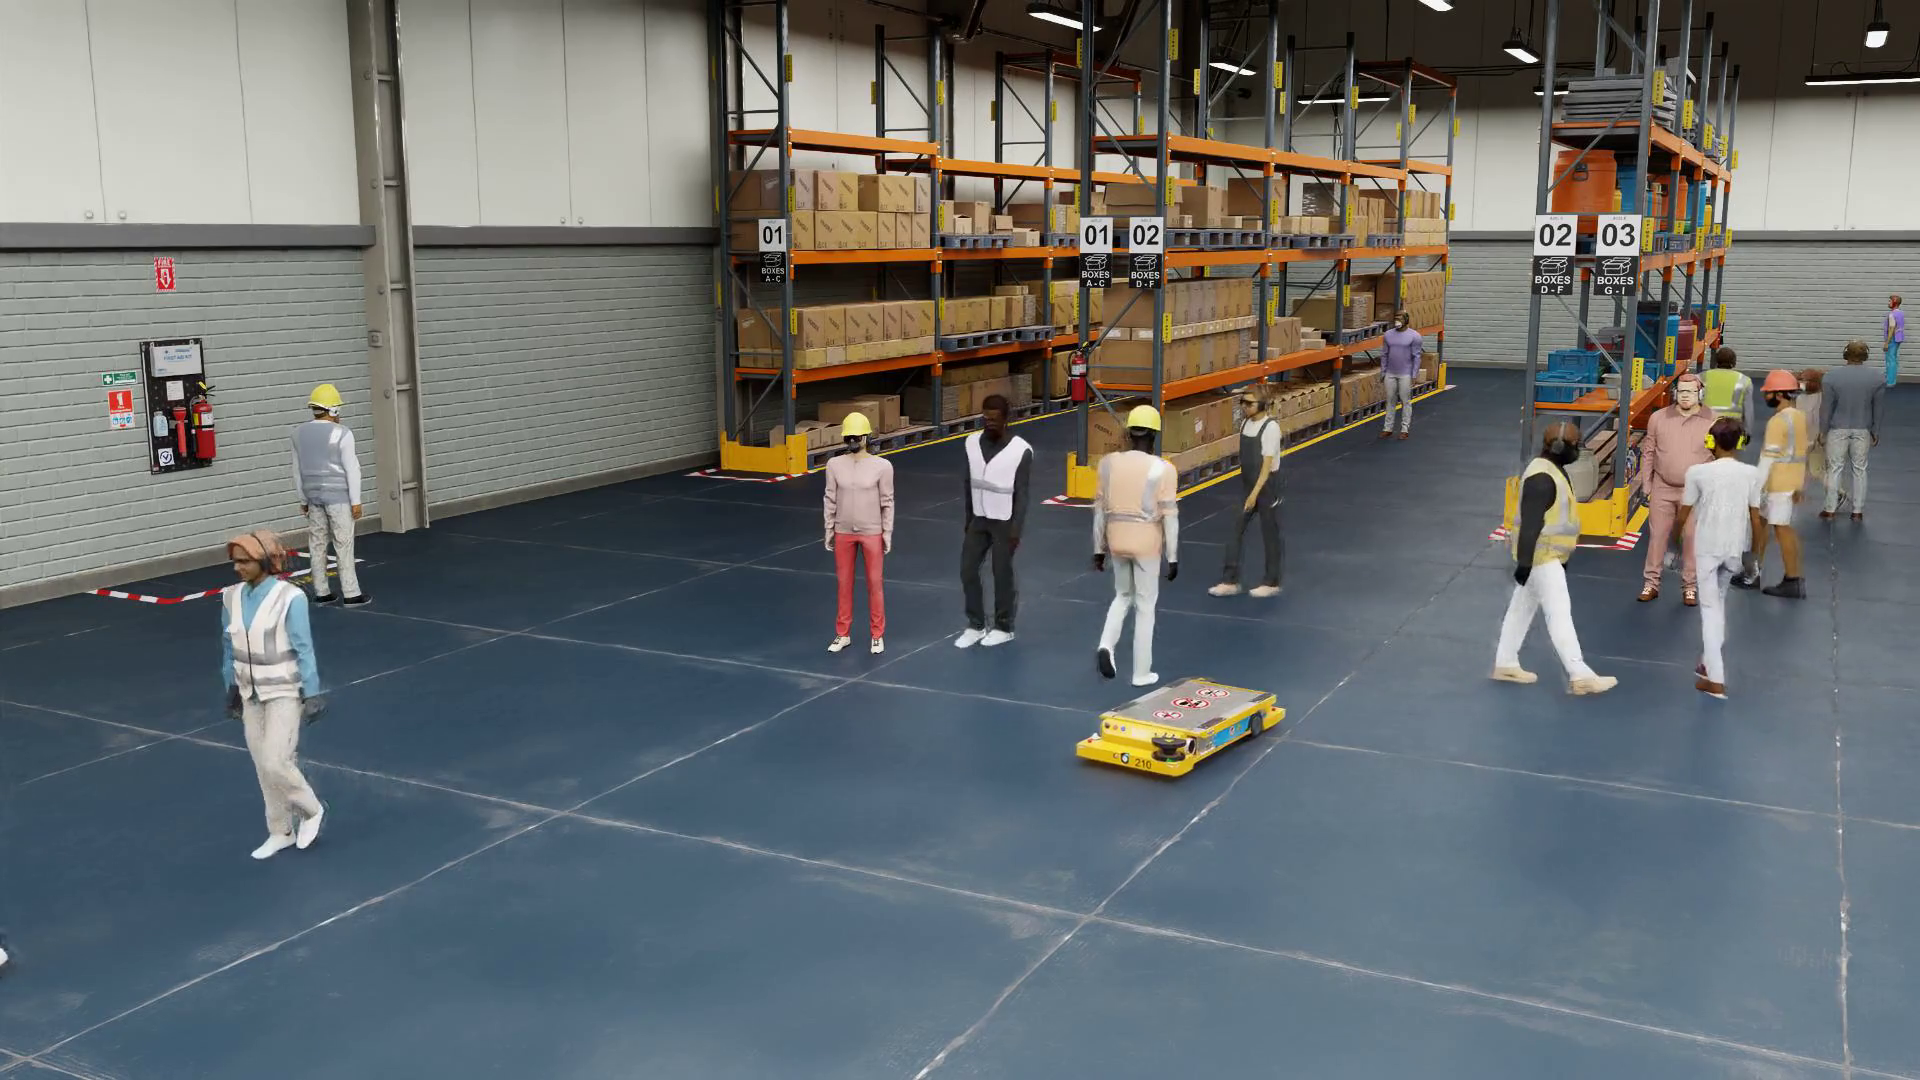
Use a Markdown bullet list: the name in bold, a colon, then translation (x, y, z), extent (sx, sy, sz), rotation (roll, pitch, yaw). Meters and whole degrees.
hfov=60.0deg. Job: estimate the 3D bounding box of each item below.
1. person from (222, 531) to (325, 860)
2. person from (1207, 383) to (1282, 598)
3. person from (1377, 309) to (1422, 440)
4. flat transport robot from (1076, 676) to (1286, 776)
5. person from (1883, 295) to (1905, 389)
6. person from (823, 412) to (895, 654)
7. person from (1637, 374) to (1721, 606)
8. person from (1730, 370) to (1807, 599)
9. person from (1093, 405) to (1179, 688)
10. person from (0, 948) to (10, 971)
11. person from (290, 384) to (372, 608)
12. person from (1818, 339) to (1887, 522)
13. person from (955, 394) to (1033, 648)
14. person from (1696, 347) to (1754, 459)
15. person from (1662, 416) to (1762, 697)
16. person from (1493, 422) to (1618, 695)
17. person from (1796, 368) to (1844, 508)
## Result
- **person**: translation (-3.359, 0.761, 8.064), extent (0.544, 1.623, 0.376), rotation (5, 11, 24)
- **person**: translation (2.394, -0.390, 13.820), extent (0.774, 1.813, 0.503), rotation (-6, 12, -30)
- **person**: translation (6.543, -2.459, 24.774), extent (0.627, 1.941, 0.371), rotation (9, 14, 40)
- **flat transport robot**: translation (1.351, 1.090, 9.973), extent (0.652, 0.197, 1.431), rotation (7, 13, 35)
- **person**: translation (18.523, -3.927, 33.021), extent (0.386, 1.849, 0.567), rotation (10, 14, 43)
- **person**: translation (-0.741, -0.047, 12.098), extent (0.532, 1.768, 0.311), rotation (2, 11, 11)
- **person**: translation (5.932, -0.412, 13.699), extent (0.638, 1.909, 0.408), rotation (6, 12, 29)
- **person**: translation (6.814, -0.482, 14.060), extent (0.803, 1.905, 0.568), rotation (10, 14, 43)
- **person**: translation (1.170, 0.050, 11.173), extent (0.612, 1.904, 0.547), rotation (7, 13, 34)
- **person**: translation (-4.226, 1.070, 6.453), extent (0.511, 1.600, 0.852), rotation (8, 13, 36)
- **person**: translation (-5.140, -0.356, 13.592), extent (0.591, 1.834, 0.404), rotation (3, 11, 17)
- **person**: translation (9.454, -1.158, 17.685), extent (0.630, 1.940, 0.372), rotation (3, 11, 15)
- **person**: translation (0.222, -0.124, 12.161), extent (0.621, 1.888, 0.644), rotation (8, 13, 36)
- **person**: translation (8.438, -1.231, 18.449), extent (0.655, 1.797, 0.955), rotation (6, 12, 30)
- **person**: translation (5.011, 0.090, 11.149), extent (0.521, 1.838, 0.762), rotation (-1, 10, -3)
- **person**: translation (4.018, 0.122, 11.087), extent (0.896, 1.799, 0.648), rotation (5, 12, 25)
- **person**: translation (9.340, -1.084, 18.212), extent (0.778, 1.601, 0.494), rotation (-2, 11, -12)
